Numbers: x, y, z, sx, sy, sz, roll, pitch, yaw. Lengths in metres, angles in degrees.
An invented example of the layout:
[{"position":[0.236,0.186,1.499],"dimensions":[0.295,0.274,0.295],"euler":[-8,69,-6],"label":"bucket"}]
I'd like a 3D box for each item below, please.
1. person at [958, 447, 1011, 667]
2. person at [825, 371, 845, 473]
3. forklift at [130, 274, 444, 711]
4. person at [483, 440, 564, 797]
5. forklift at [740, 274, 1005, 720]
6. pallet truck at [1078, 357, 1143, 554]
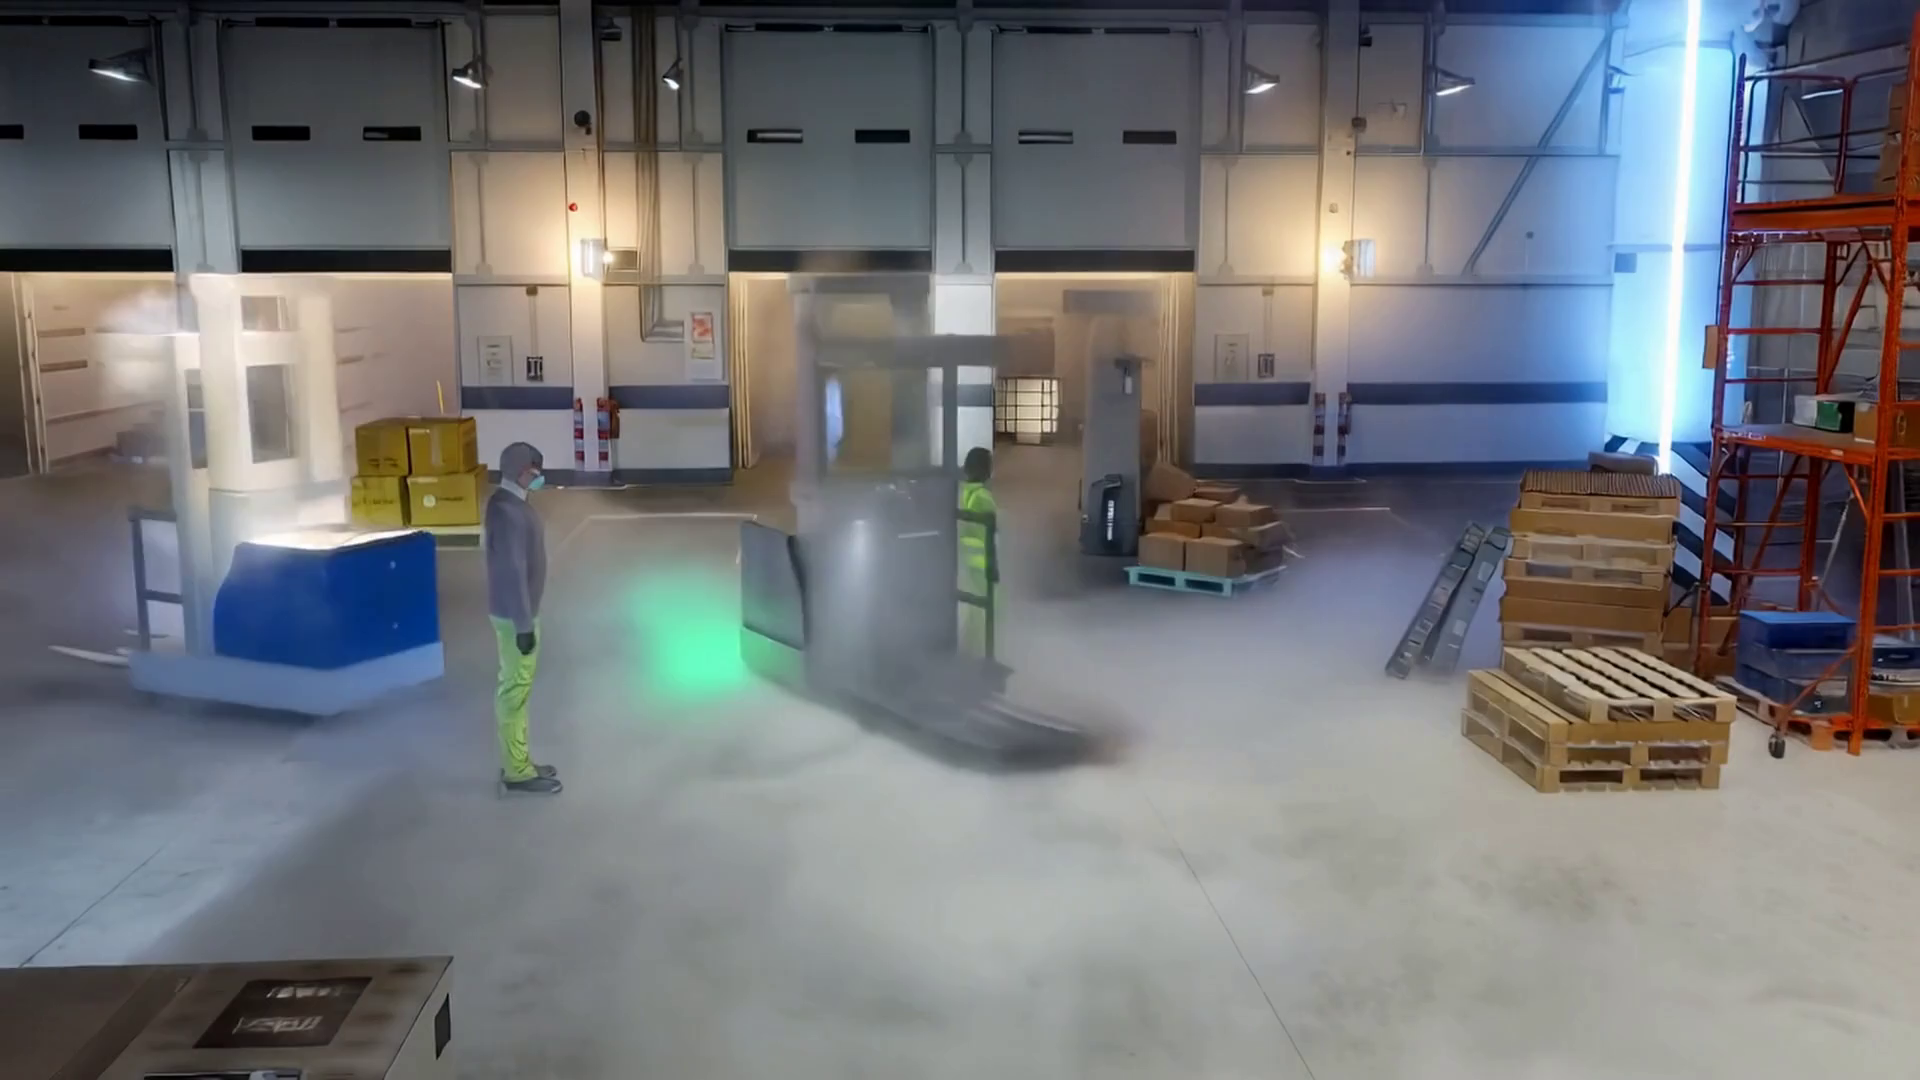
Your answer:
[{"position":[0.125,0.152,11.710],"dimensions":[0.495,1.624,0.533],"euler":[-2,9,-14],"label":"person"},{"position":[-1.458,-1.221,19.434],"dimensions":[0.805,1.919,0.542],"euler":[3,10,20],"label":"person"},{"position":[-4.589,-0.396,11.237],"dimensions":[1.873,2.768,1.129],"euler":[5,10,27],"label":"forklift"},{"position":[-2.398,0.422,9.065],"dimensions":[0.372,1.934,0.627],"euler":[-3,9,-17],"label":"person"},{"position":[-0.673,-0.399,11.251],"dimensions":[1.129,2.768,1.873],"euler":[-6,11,-32],"label":"forklift"},{"position":[2.088,-0.836,16.757],"dimensions":[1.885,1.965,0.823],"euler":[2,9,13],"label":"pallet truck"}]
